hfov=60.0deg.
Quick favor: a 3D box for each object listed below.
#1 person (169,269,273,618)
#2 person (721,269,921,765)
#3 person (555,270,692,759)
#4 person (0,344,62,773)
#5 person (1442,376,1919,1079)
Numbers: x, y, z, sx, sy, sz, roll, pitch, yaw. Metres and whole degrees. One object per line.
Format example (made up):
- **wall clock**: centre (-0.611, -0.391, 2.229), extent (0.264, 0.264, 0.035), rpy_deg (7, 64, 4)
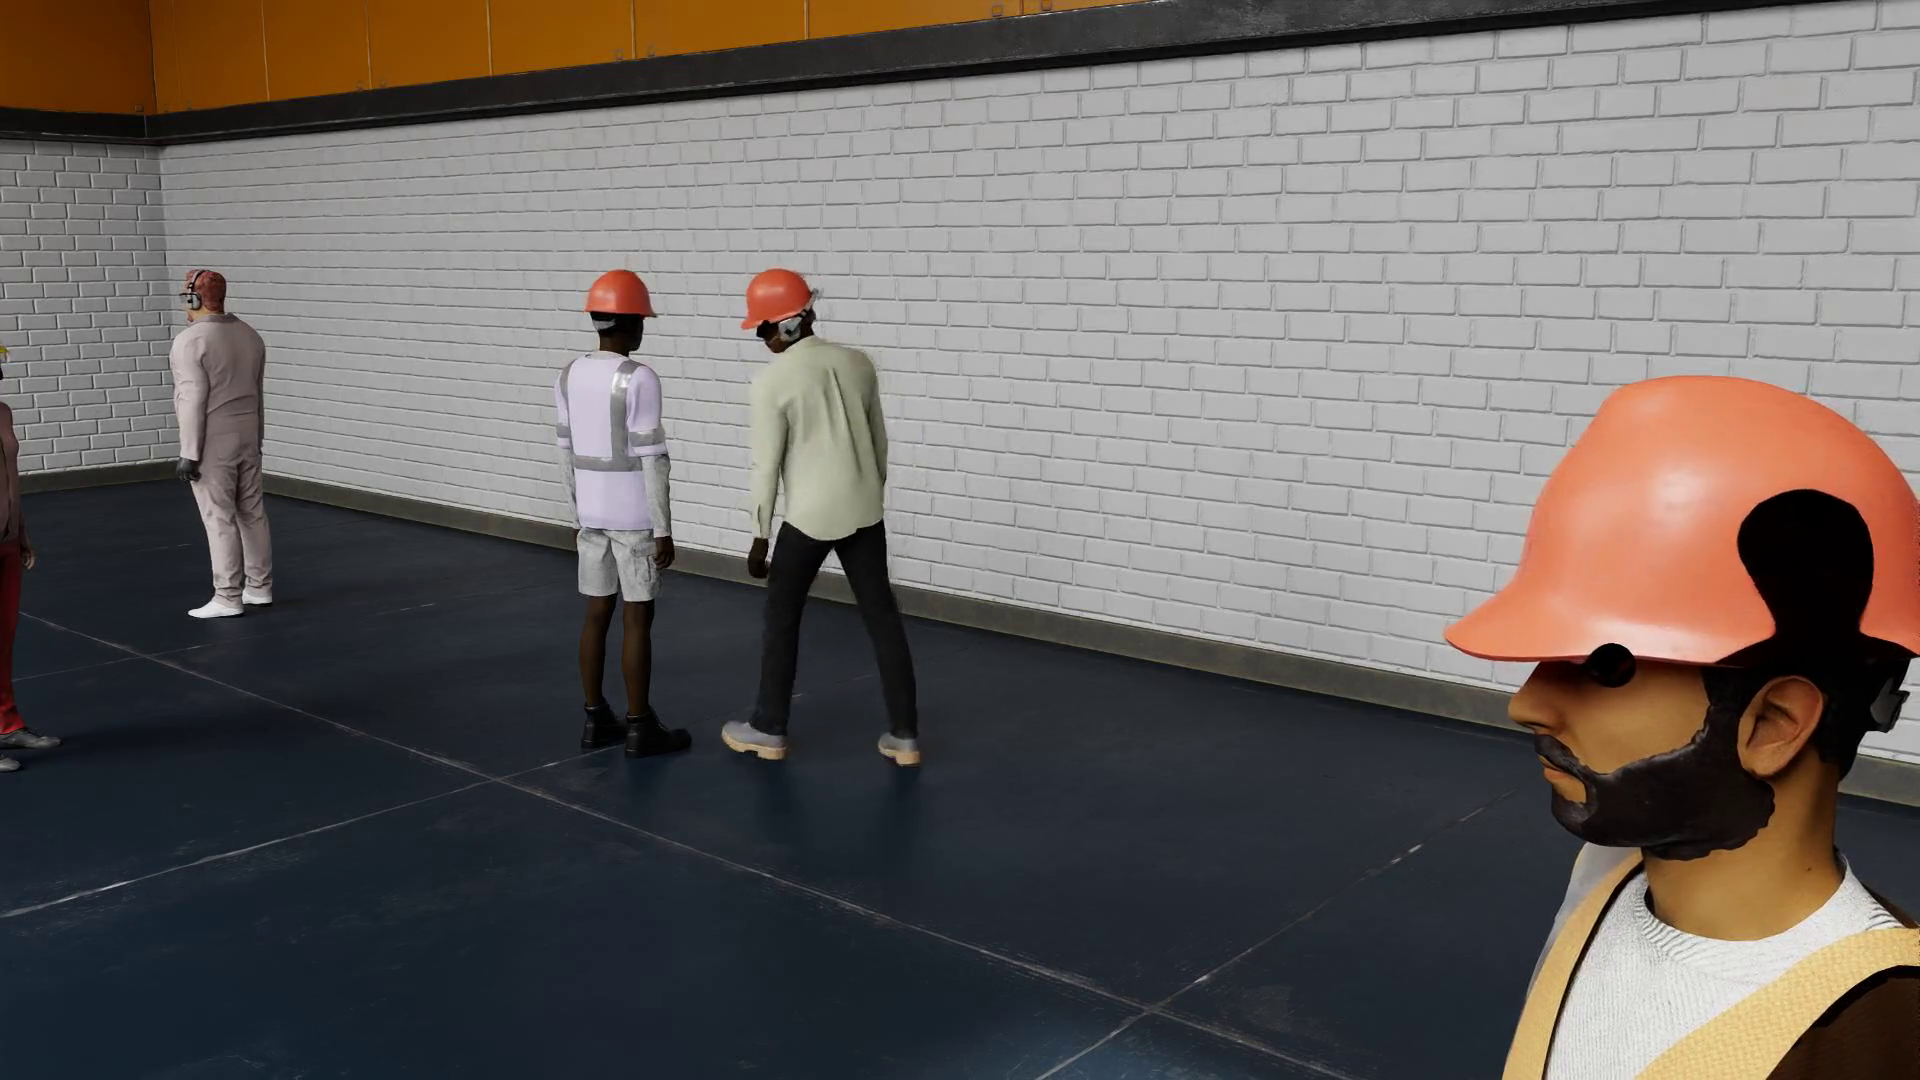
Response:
- **person**: centre (-4.086, -0.524, 9.146), extent (0.399, 1.907, 0.644), rpy_deg (2, 10, 14)
- **person**: centre (-0.546, -0.078, 6.515), extent (0.666, 1.932, 0.799), rpy_deg (-9, 13, -40)
- **person**: centre (-1.339, -0.100, 6.650), extent (0.553, 1.934, 0.367), rpy_deg (7, 12, 35)
- **person**: centre (-3.801, 0.011, 6.492), extent (0.306, 1.772, 0.525), rpy_deg (0, 10, -2)
- **person**: centre (0.507, 0.848, 1.243), extent (0.356, 1.937, 0.552), rpy_deg (0, 10, -2)
